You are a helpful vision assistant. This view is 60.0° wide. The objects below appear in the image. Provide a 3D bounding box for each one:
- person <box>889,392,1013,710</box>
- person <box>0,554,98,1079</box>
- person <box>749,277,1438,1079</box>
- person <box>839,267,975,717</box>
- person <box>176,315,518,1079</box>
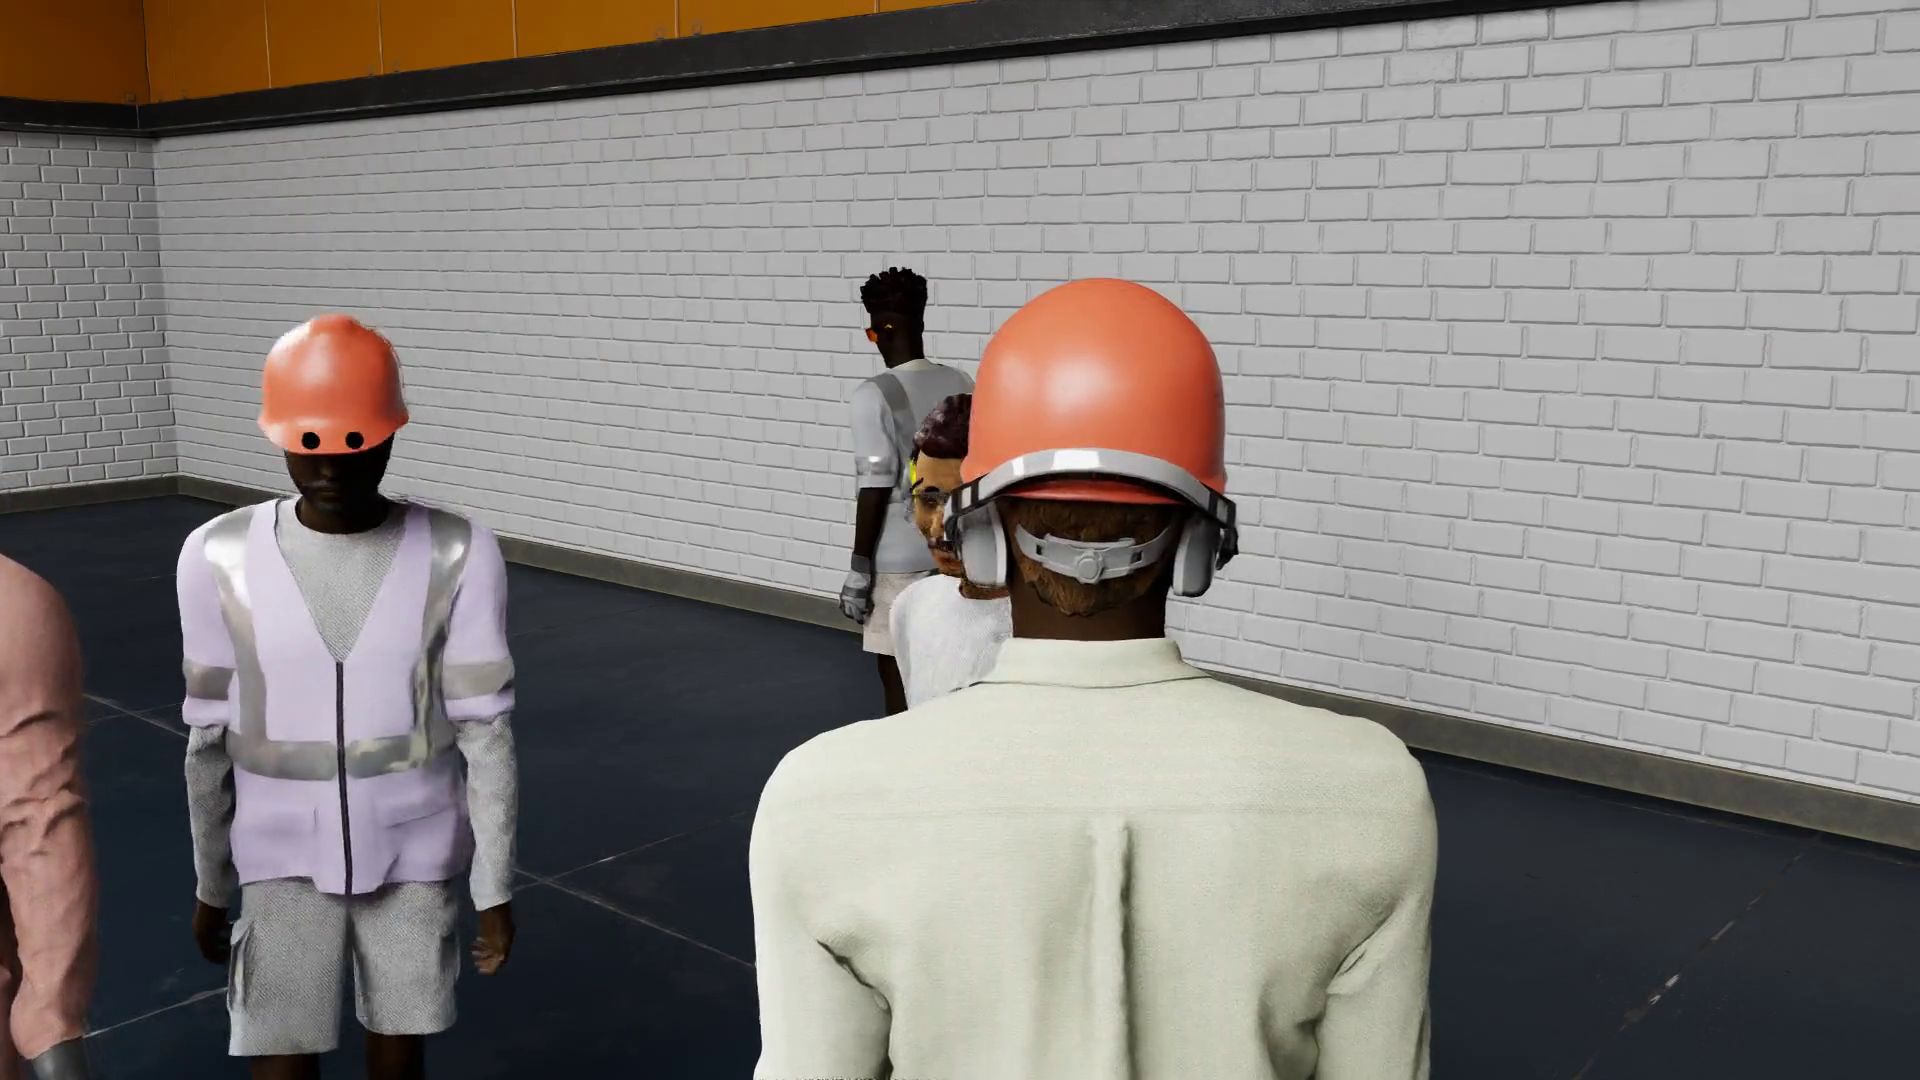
[{"bbox_3d":[0.123,0.640,2.799,0.481,1.823,0.955,6,12,32],"label":"person"},{"bbox_3d":[-1.560,0.676,2.346,0.660,1.903,0.437,-3,10,-16],"label":"person"},{"bbox_3d":[0.118,0.766,1.547,0.612,1.996,0.389,0,10,-2],"label":"person"},{"bbox_3d":[-0.182,0.043,5.766,0.380,1.959,0.603,8,13,38],"label":"person"},{"bbox_3d":[-1.051,0.570,2.916,0.551,1.910,0.474,-3,10,-18],"label":"person"}]
